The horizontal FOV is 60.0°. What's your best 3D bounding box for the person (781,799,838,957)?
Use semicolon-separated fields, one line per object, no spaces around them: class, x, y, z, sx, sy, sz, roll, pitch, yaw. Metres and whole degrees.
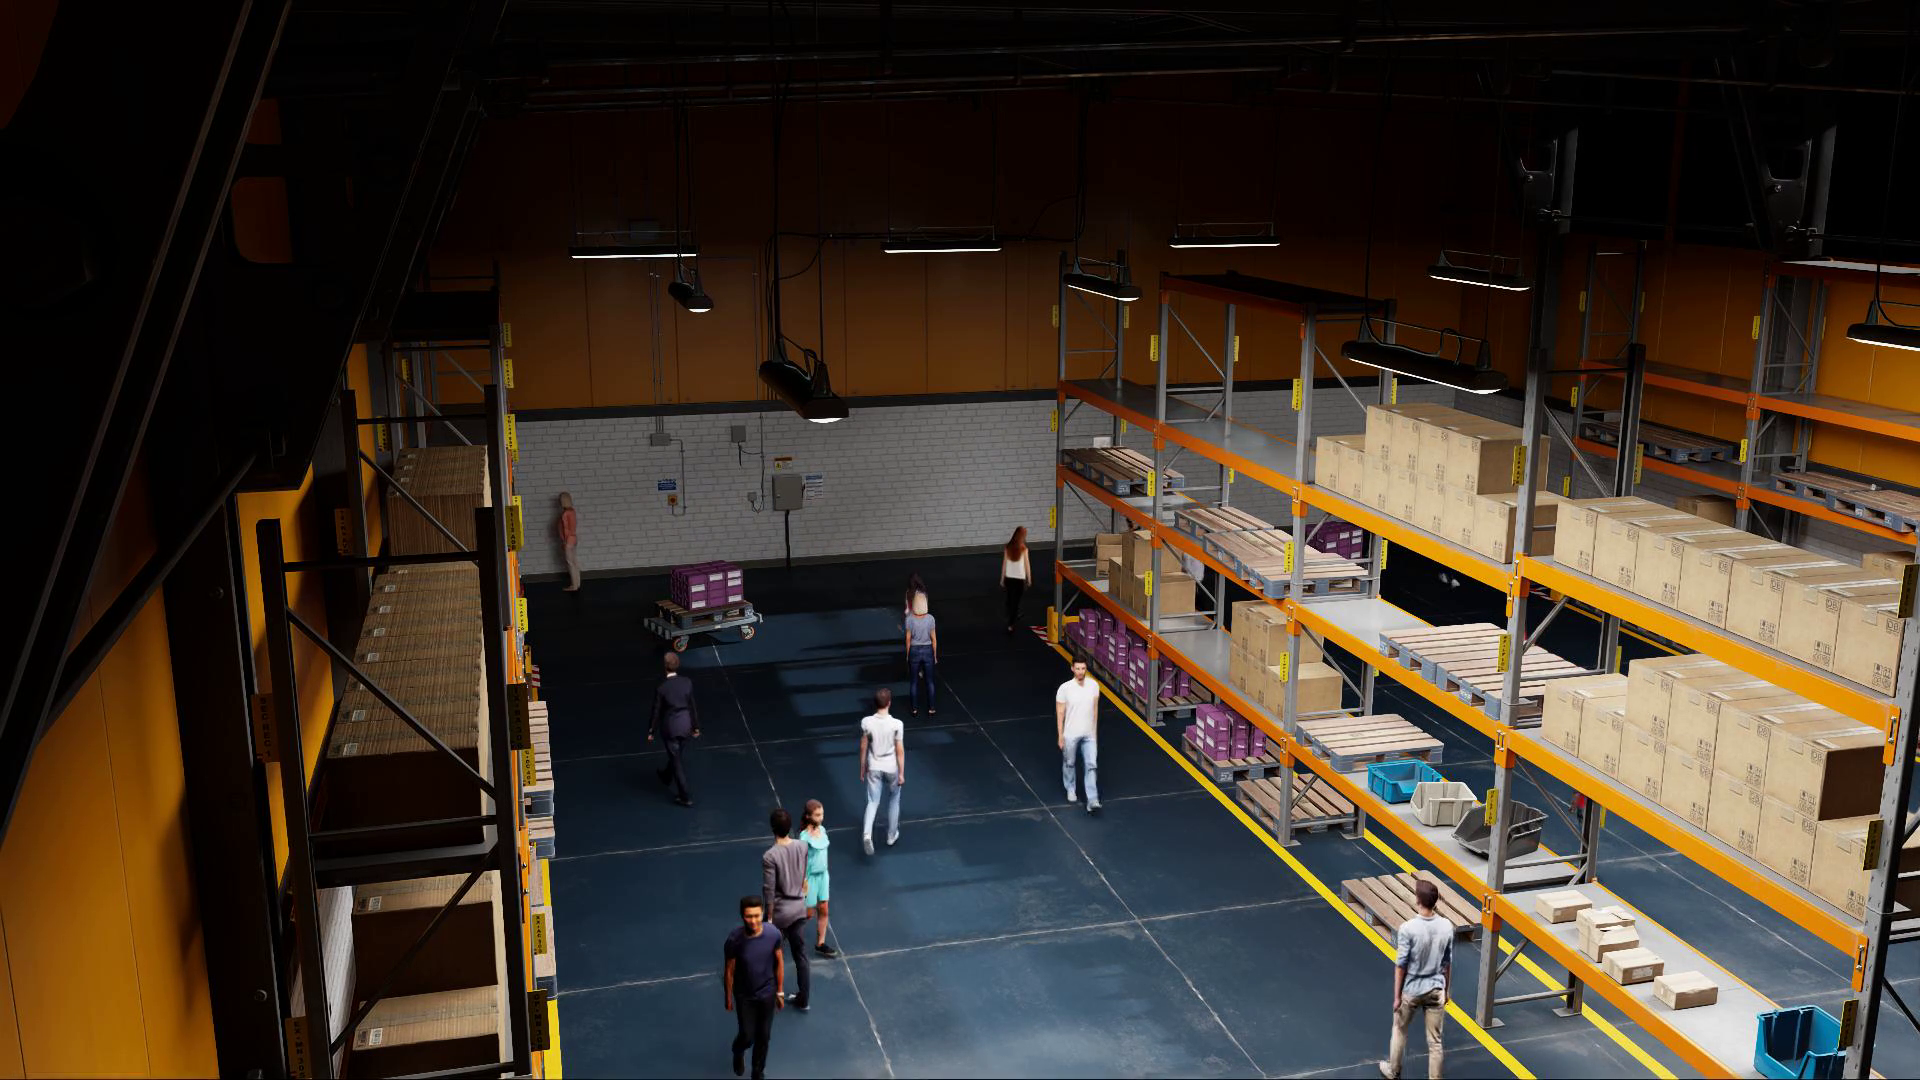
person;-1.458;3.209;15.874;0.962;1.548;0.871;9;16;33

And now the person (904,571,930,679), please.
person;-0.666;1.252;23.840;0.738;1.603;0.809;12;18;41

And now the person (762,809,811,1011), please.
person;-1.493;3.325;14.817;0.922;1.822;1.089;-11;17;-38

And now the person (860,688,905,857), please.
person;-0.855;2.539;18.047;0.972;1.829;1.191;3;14;12

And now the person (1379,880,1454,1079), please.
person;3.735;3.664;13.396;0.712;1.832;0.873;-1;14;-4

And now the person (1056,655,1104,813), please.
person;1.360;2.216;19.390;0.752;1.823;1.110;-2;14;-10

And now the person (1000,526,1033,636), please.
person;0.847;0.666;26.112;1.022;1.674;1.076;7;15;27

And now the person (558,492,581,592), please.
person;-6.742;0.015;28.692;0.728;1.724;0.581;1;14;5

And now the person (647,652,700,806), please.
person;-3.293;2.229;19.432;1.036;1.779;1.241;-12;18;-40

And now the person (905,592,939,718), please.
person;-0.521;1.542;22.394;0.631;1.720;0.598;0;14;1

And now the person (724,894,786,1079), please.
person;-1.682;3.657;13.543;0.670;1.775;0.801;-4;14;-18
